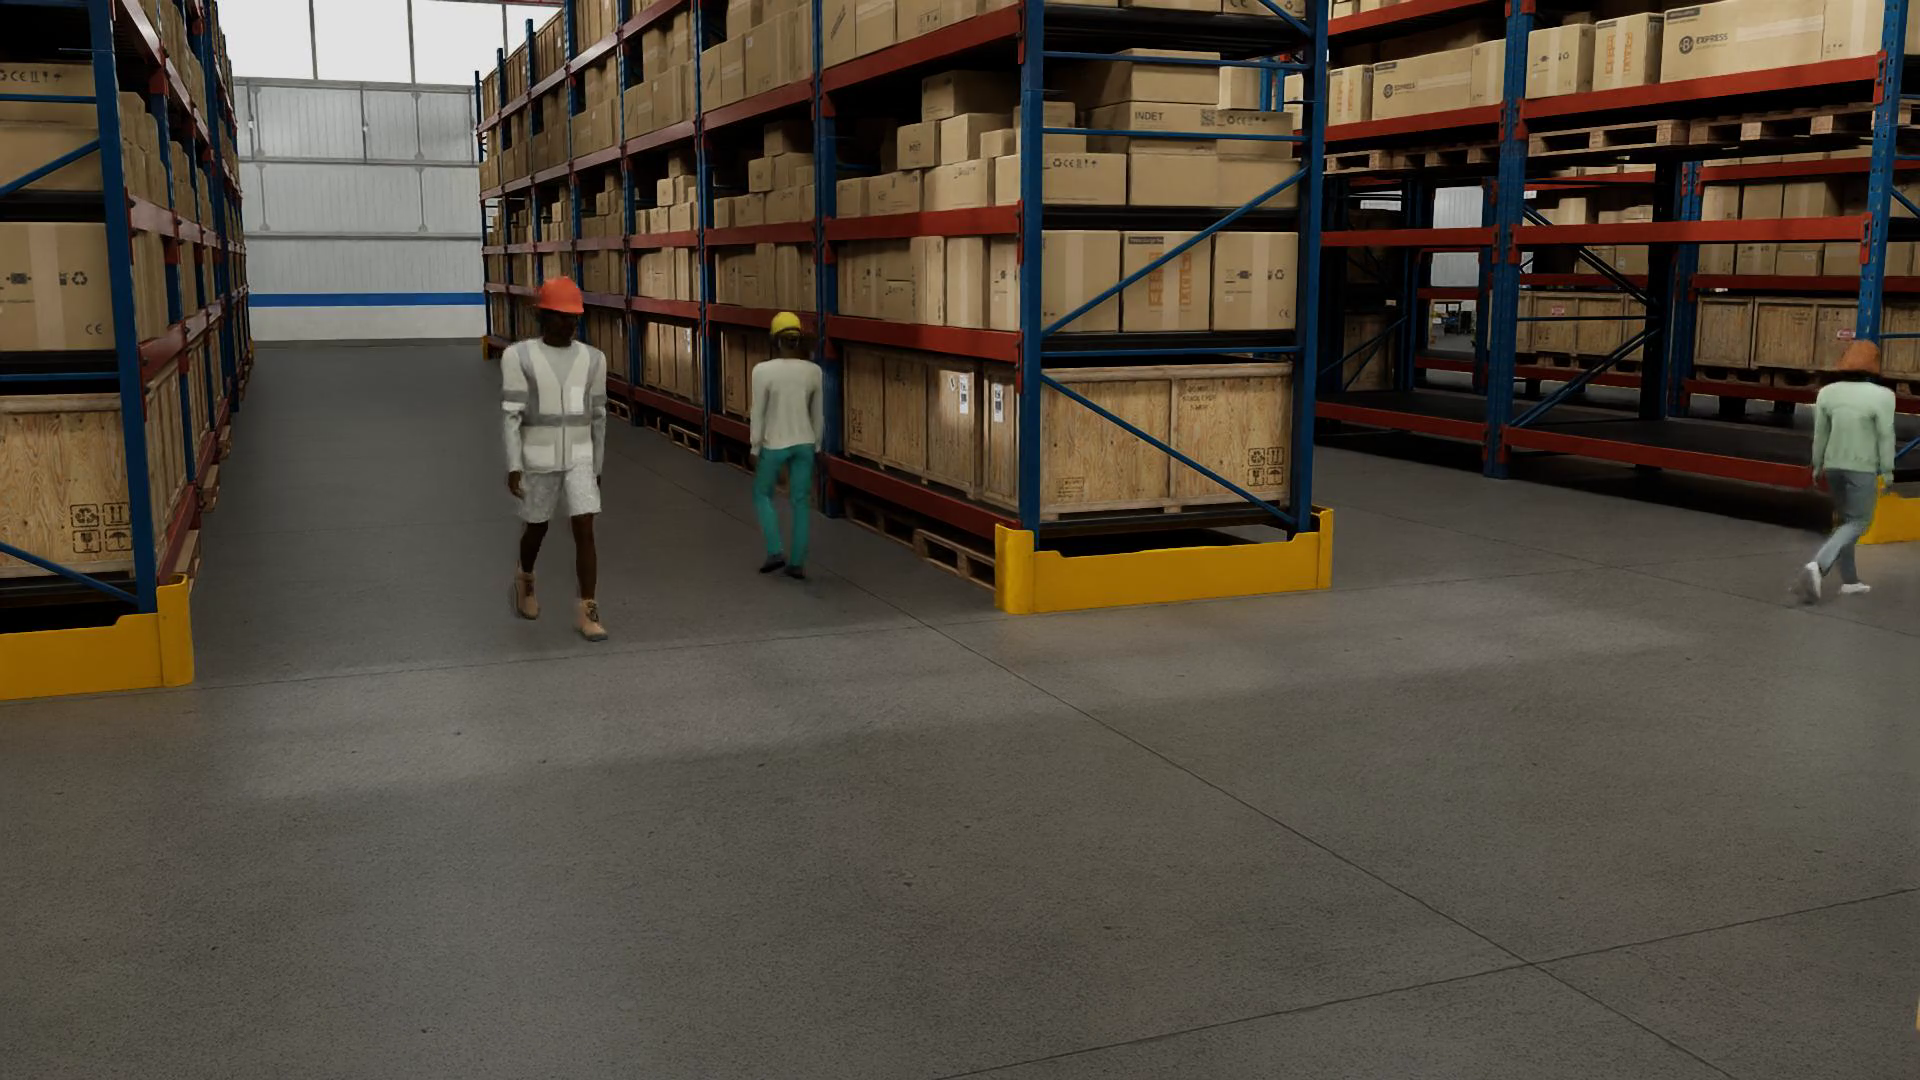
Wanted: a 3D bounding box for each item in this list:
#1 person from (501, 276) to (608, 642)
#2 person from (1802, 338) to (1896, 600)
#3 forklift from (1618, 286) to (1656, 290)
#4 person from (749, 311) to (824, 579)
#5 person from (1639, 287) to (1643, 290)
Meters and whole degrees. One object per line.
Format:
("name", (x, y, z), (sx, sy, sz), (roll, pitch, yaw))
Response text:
("person", (-2.285, -0.475, 9.346), (0.618, 2.011, 0.977), (-5, 11, -28))
("person", (5.423, -0.426, 10.175), (0.688, 1.611, 0.506), (-5, 11, -25))
("forklift", (12.711, -4.555, 31.148), (1.873, 2.768, 1.129), (-4, 10, -22))
("person", (-1.148, -0.620, 10.928), (0.561, 1.749, 0.426), (-6, 11, -30))
("person", (16.499, -5.735, 41.124), (0.407, 1.906, 0.655), (-7, 12, -37))
